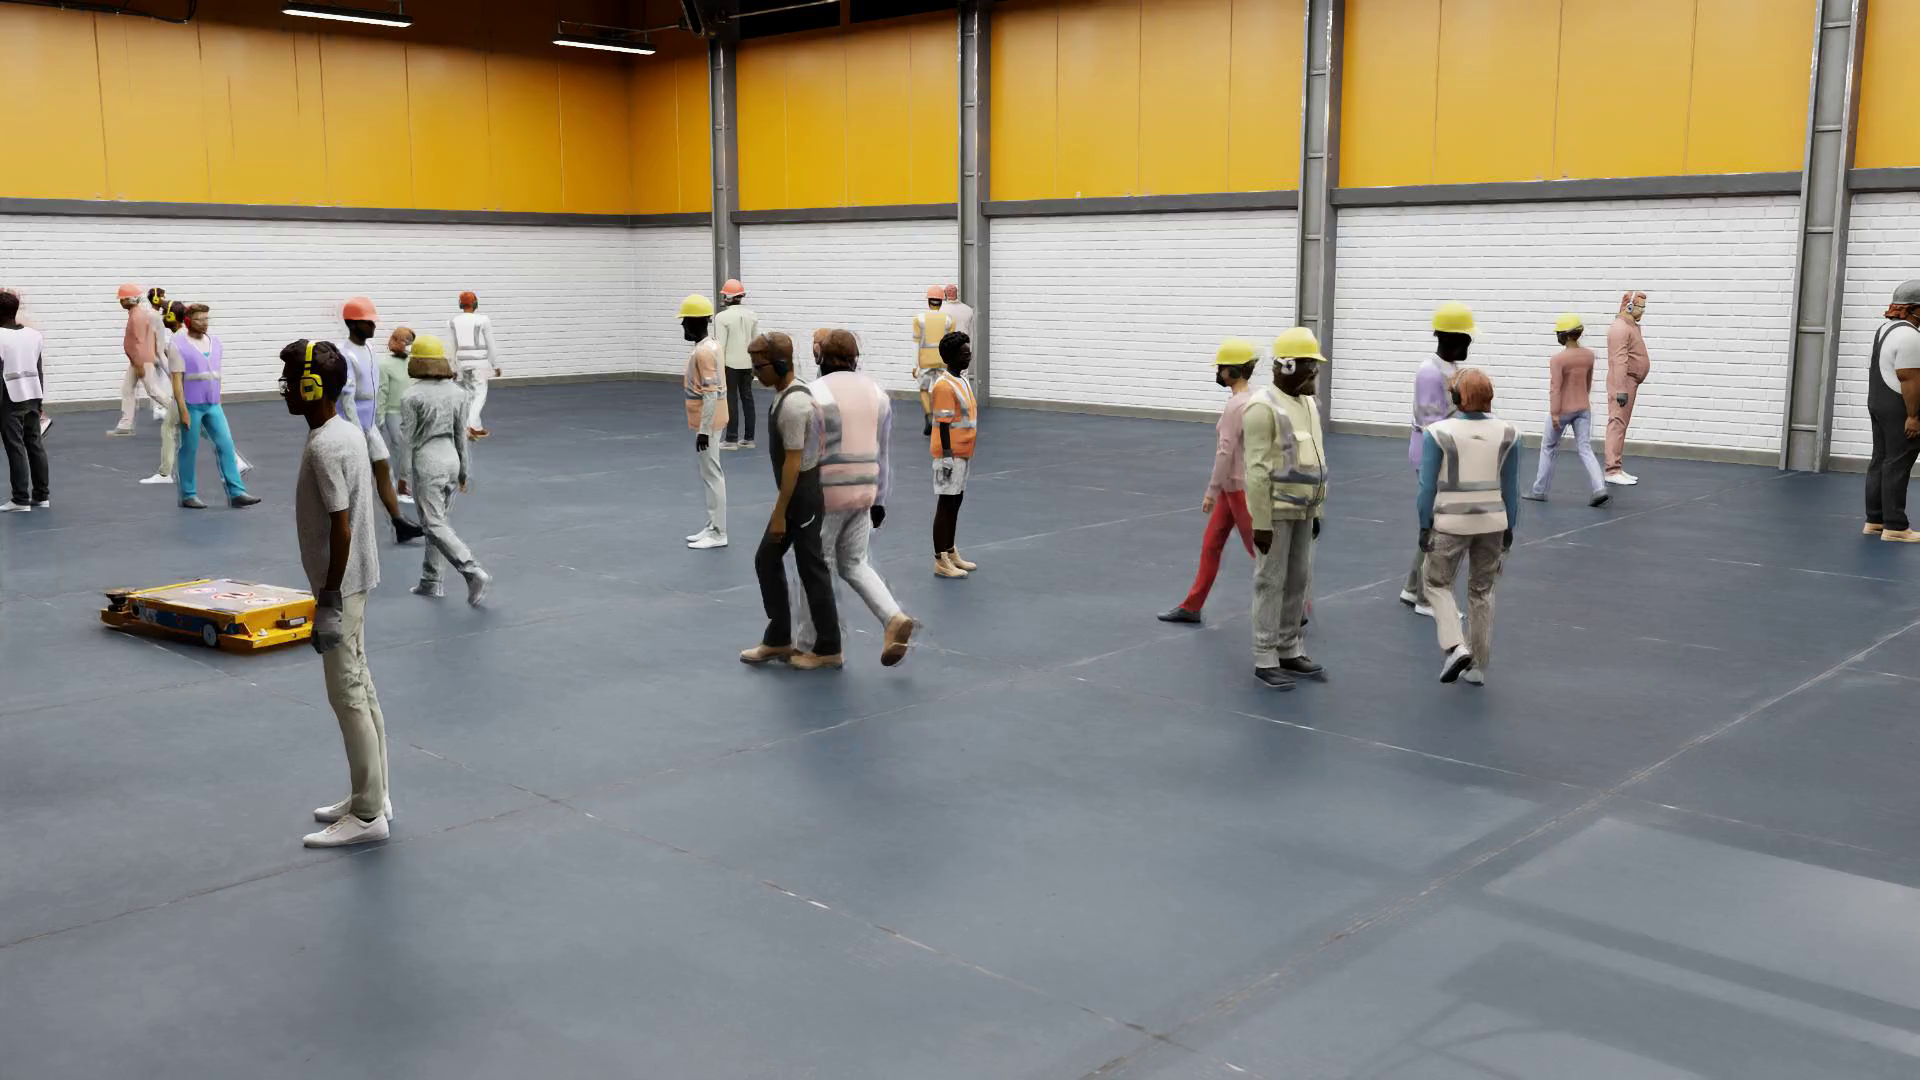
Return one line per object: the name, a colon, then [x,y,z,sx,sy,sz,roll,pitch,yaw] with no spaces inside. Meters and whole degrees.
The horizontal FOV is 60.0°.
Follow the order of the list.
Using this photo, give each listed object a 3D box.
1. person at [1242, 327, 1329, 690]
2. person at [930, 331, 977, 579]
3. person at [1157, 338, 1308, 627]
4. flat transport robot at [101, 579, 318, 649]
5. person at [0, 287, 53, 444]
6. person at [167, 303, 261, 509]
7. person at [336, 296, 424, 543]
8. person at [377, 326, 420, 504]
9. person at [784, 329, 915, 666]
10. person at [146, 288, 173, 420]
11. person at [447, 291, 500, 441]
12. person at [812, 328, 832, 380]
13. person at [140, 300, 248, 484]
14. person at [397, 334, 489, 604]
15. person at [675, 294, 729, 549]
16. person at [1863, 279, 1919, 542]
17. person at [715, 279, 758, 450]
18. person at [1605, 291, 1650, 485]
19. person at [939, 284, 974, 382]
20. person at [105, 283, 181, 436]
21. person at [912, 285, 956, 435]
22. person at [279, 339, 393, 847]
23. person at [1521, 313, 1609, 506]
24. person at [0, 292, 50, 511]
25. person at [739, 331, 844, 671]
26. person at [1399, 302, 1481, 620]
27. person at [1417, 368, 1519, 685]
person: [1.654,-0.156,8.467,0.404,1.819,0.636,8,12,40]
person: [-0.039,-0.589,11.475,0.316,1.695,0.542,2,10,13]
person: [1.641,-0.315,9.731,0.903,1.722,0.538,3,10,15]
flat transport robot: [-4.293,0.411,9.705,1.431,0.197,0.652,6,11,31]
person: [-11.387,-2.099,20.118,0.492,1.895,0.664,-4,10,-23]
person: [-6.582,-1.158,14.589,0.869,1.807,0.603,4,10,23]
person: [-4.527,-0.892,12.691,0.936,1.900,0.578,1,9,9]
person: [-5.115,-1.146,15.153,0.550,1.614,0.531,8,12,40]
person: [-0.588,-0.196,8.729,0.733,1.811,0.643,8,12,42]
person: [-11.230,-2.612,23.392,0.425,1.855,0.521,-6,11,-34]
person: [-6.039,-2.157,20.608,0.579,1.866,0.750,2,10,14]
person: [-1.062,-0.989,14.174,0.456,1.624,0.508,2,10,15]
person: [-7.606,-1.461,16.461,0.967,1.828,0.516,-1,9,-8]
person: [-3.289,-0.443,10.549,0.791,1.719,0.496,6,11,31]
person: [-1.952,-0.894,12.643,0.388,1.926,0.590,-1,9,-7]
person: [7.419,-1.016,13.039,0.536,2.000,0.677,1,9,9]
person: [-2.637,-2.057,19.559,0.375,1.997,0.612,8,12,42]
person: [6.598,-1.506,16.468,0.407,1.904,0.639,4,10,25]
person: [-0.118,-2.638,23.414,0.640,1.904,0.401,-5,11,-30]
person: [-10.353,-2.289,21.167,0.993,1.950,0.623,-5,11,-30]
person: [-0.319,-2.223,20.808,0.564,1.918,0.404,-1,9,-6]
person: [-2.306,0.196,6.136,0.310,1.868,0.534,-2,9,-12]
person: [5.488,-1.172,14.934,0.529,1.732,0.844,-3,10,-20]
person: [-8.265,-1.205,14.580,0.395,1.919,0.597,2,9,12]
person: [-0.917,-0.181,8.655,0.682,1.799,0.593,-2,9,-10]
person: [2.928,-0.475,10.159,0.430,1.929,0.623,5,10,27]
person: [2.574,-0.046,8.384,0.529,1.631,0.415,-1,9,-4]
